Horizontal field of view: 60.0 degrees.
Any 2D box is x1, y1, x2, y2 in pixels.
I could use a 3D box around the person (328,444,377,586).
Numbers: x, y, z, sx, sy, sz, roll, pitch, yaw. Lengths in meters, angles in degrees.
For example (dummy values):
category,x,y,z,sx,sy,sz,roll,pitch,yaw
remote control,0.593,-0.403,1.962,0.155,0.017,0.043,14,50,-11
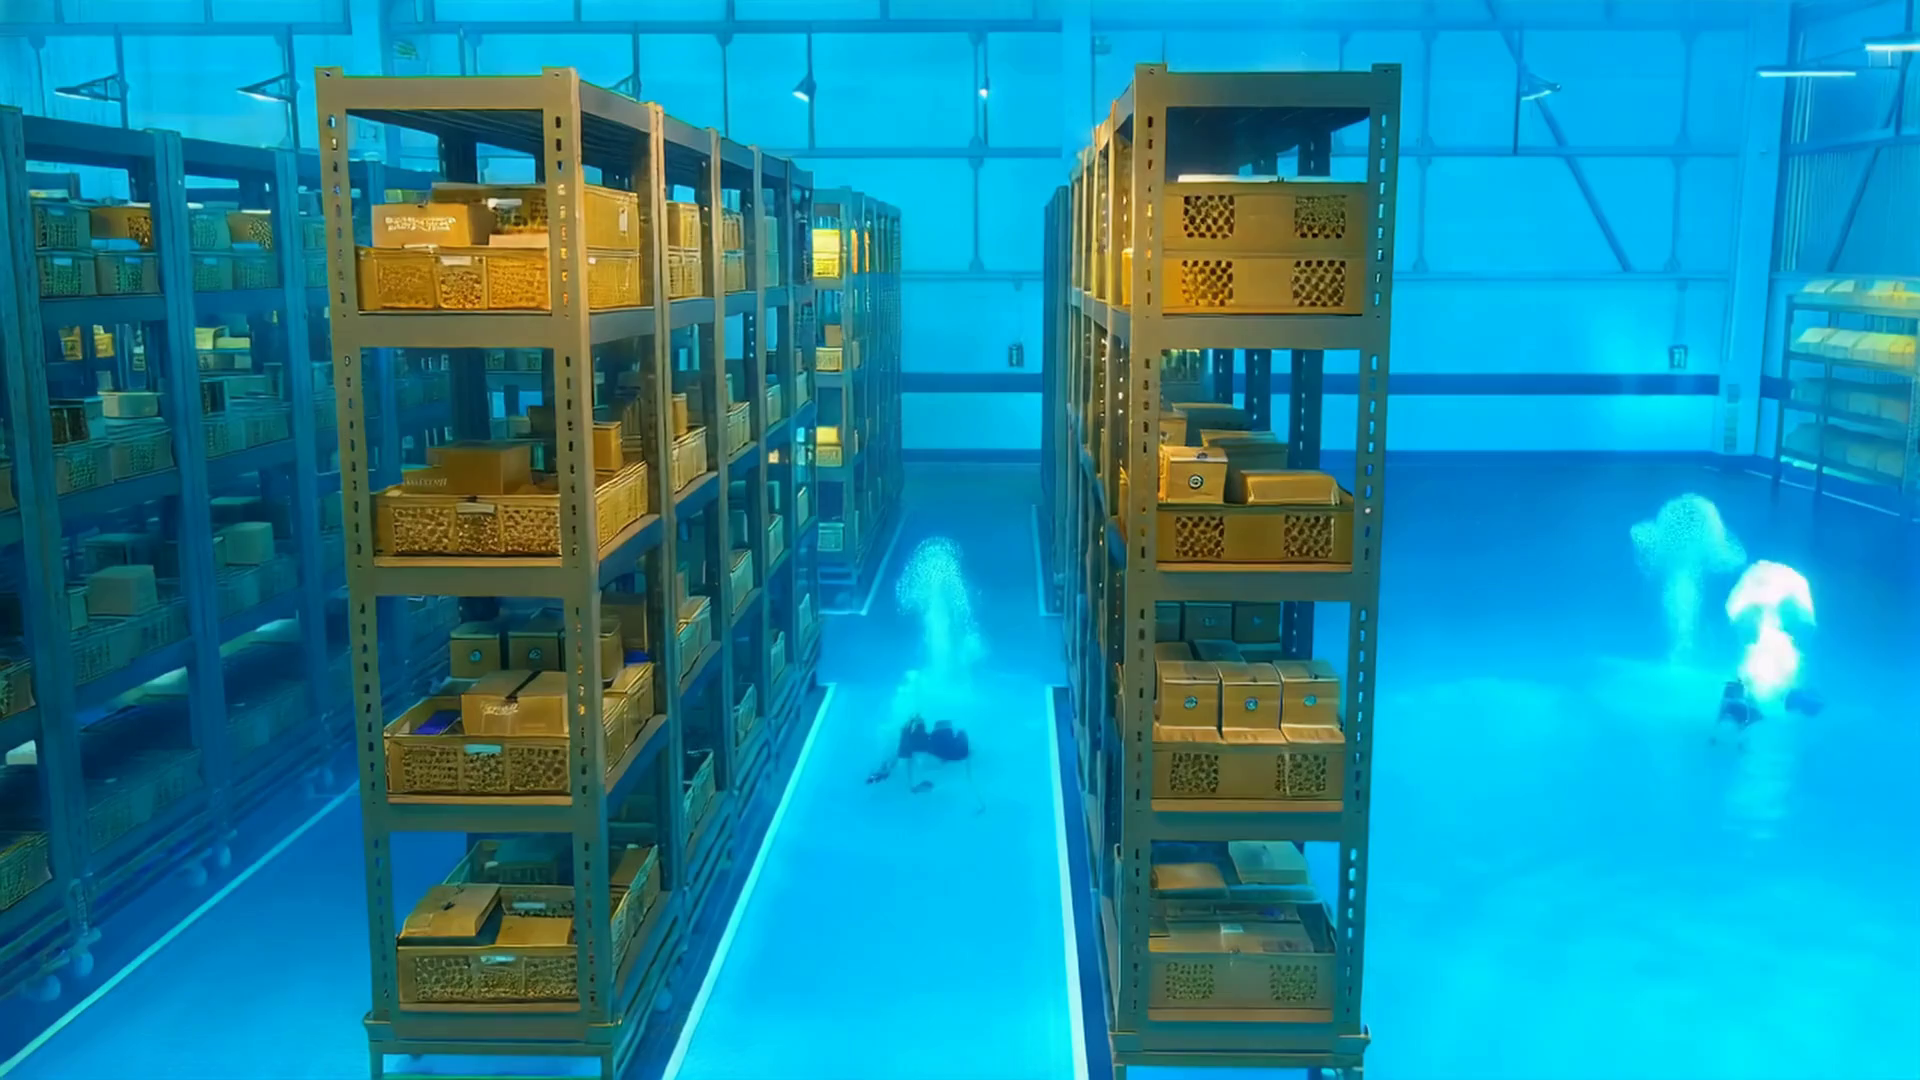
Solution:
category,x,y,z,sx,sy,sz,roll,pitch,yaw
person,-4.791,-0.137,13.349,0.758,1.820,0.568,2,10,12
